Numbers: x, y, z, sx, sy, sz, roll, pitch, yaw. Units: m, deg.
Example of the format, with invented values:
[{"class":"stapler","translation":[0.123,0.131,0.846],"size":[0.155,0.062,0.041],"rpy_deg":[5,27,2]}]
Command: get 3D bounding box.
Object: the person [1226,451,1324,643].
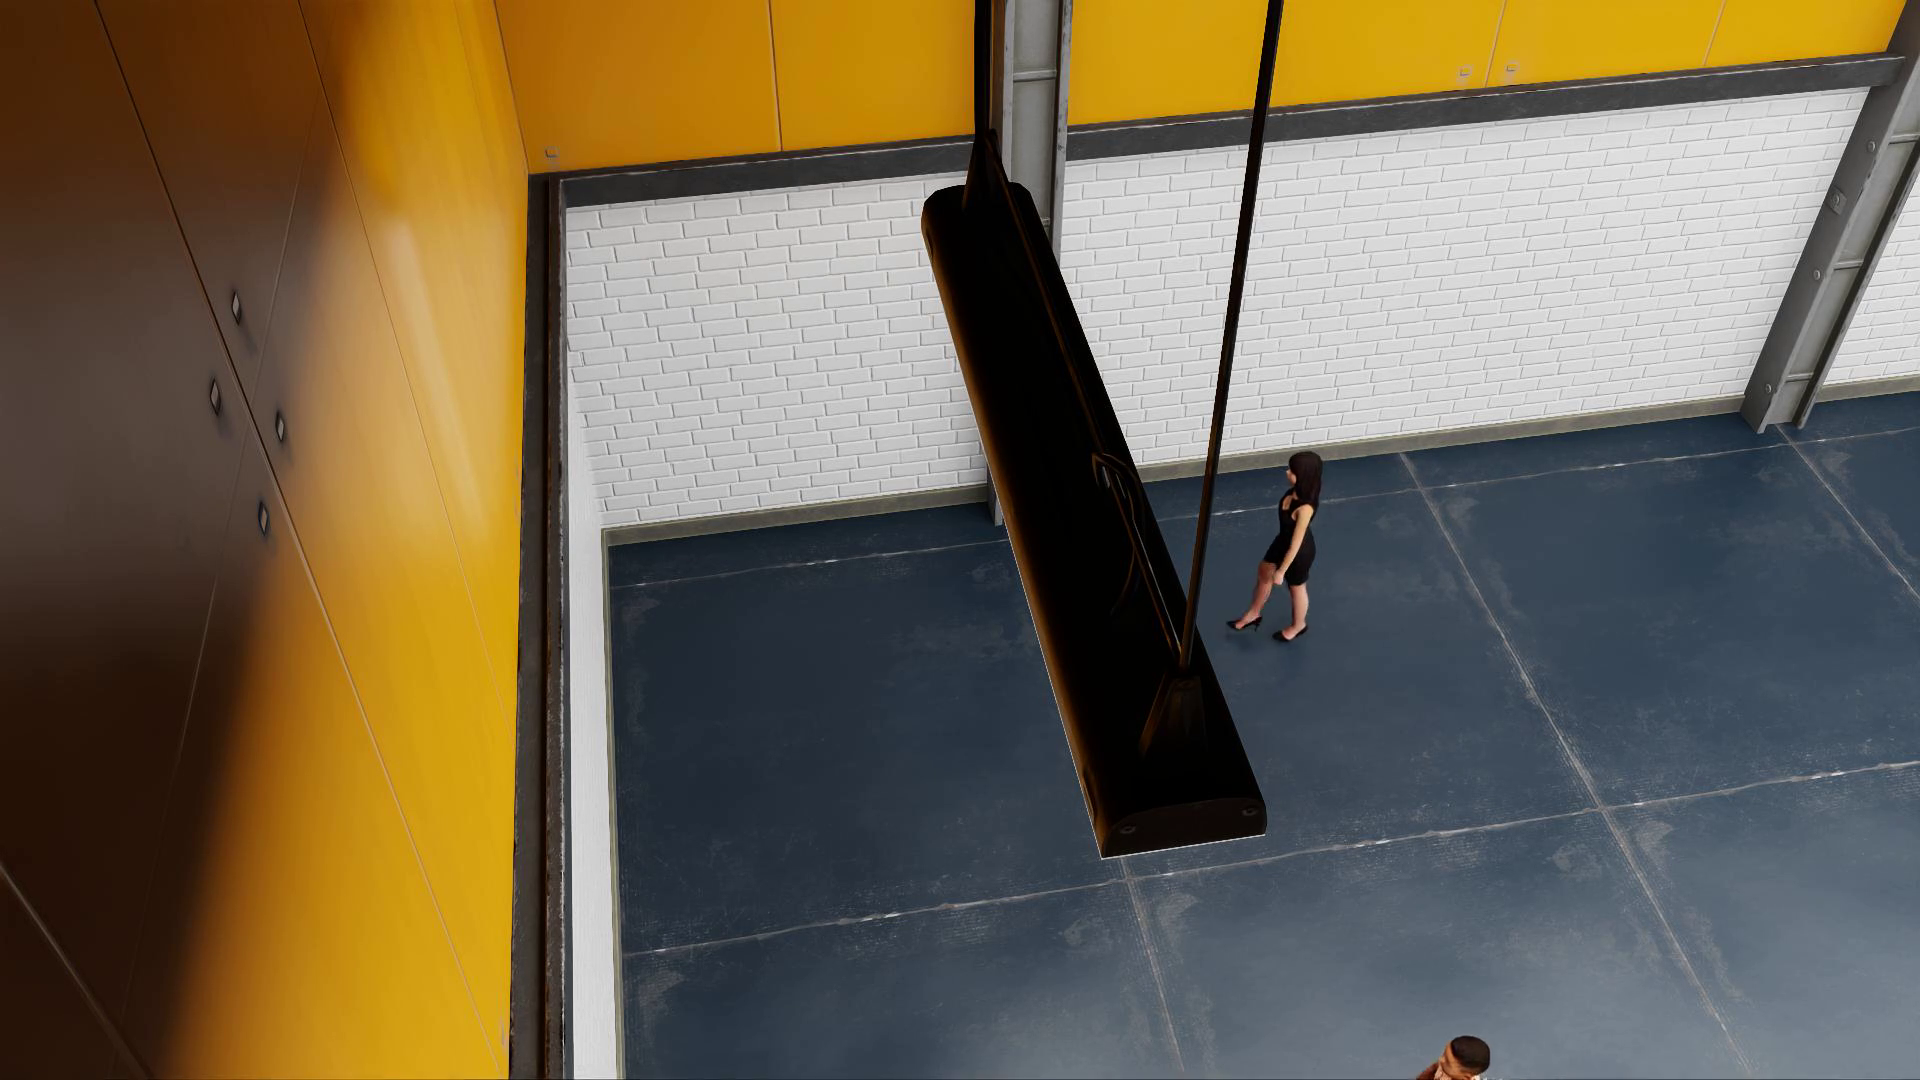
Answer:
[{"class":"person","translation":[2.232,0.081,10.709],"size":[0.804,1.634,0.669],"rpy_deg":[1,44,1]}]
